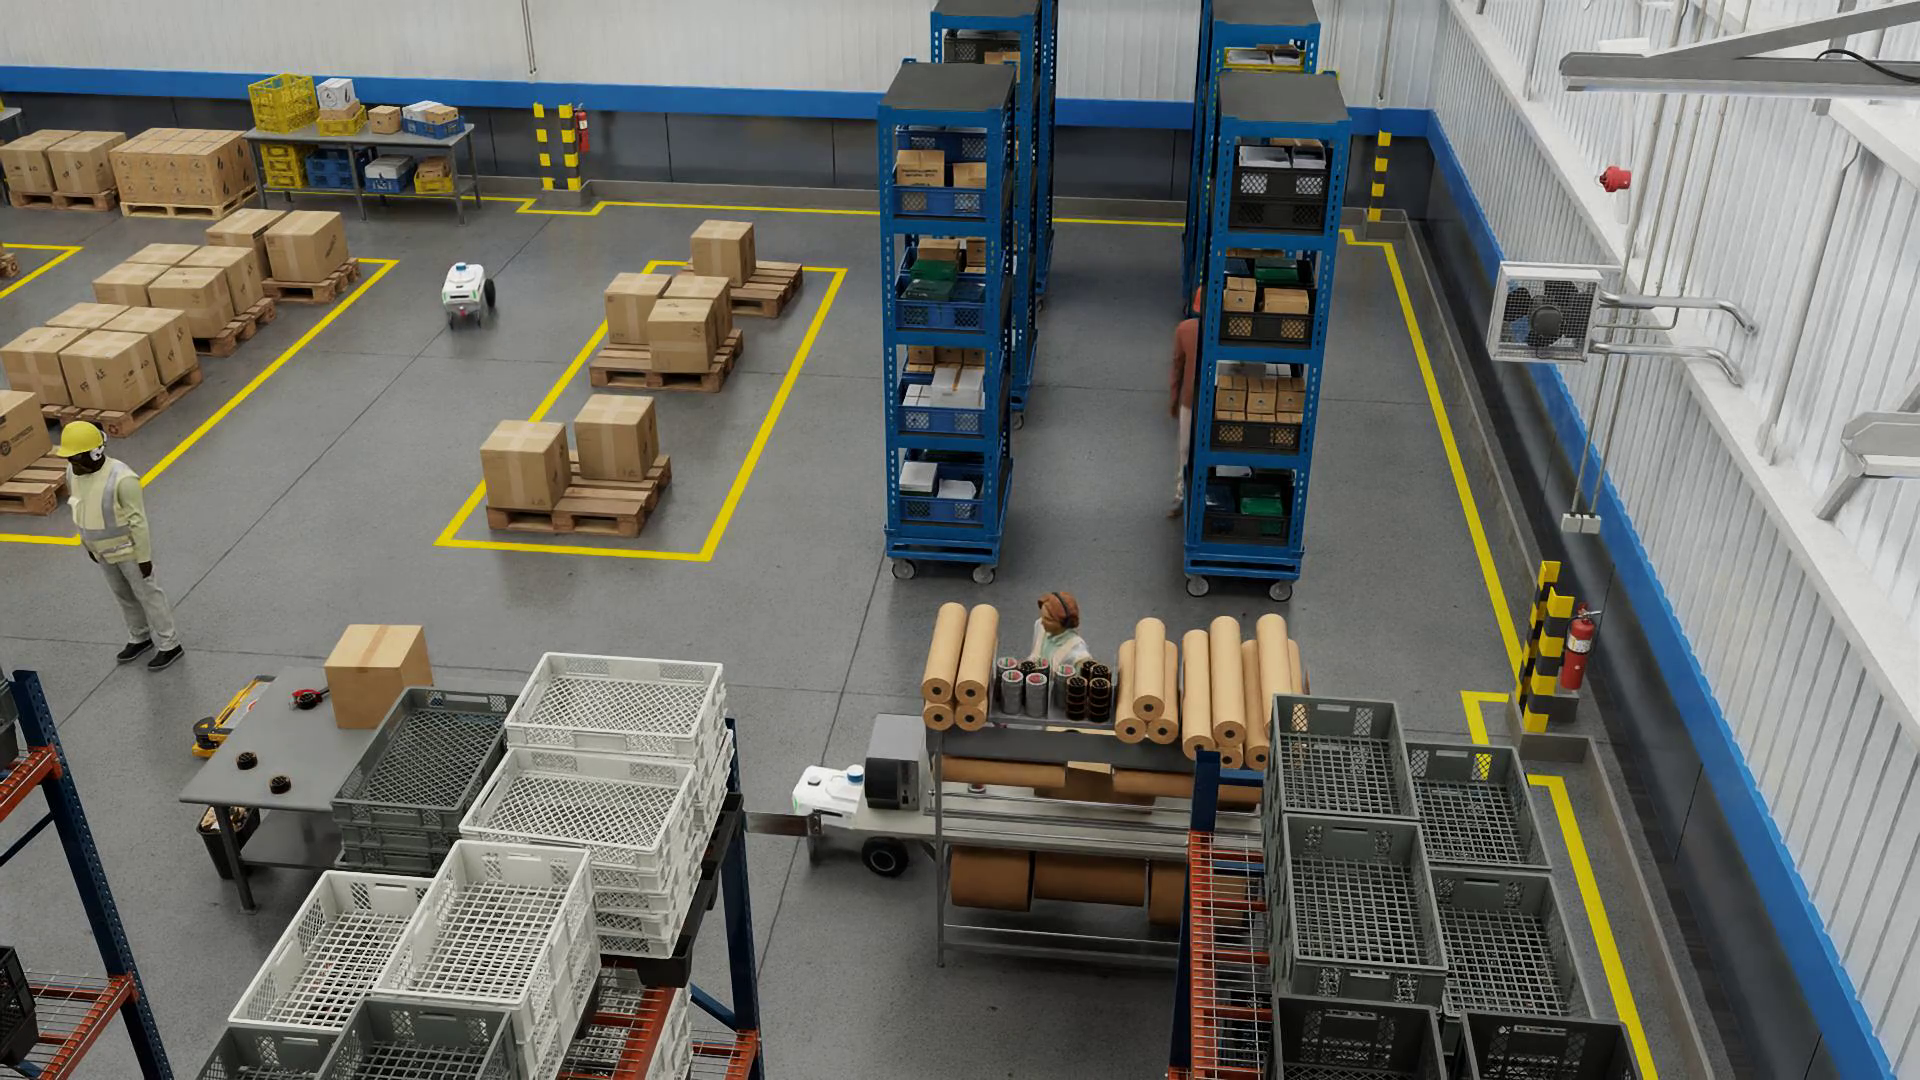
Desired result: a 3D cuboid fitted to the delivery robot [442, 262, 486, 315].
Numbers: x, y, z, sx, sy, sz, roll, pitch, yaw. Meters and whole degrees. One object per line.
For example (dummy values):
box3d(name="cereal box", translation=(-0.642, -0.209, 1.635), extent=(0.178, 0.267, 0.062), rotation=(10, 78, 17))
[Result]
box3d(name="delivery robot", translation=(-4.959, -2.532, 16.625), extent=(0.477, 0.478, 0.707), rotation=(-4, 31, -7))

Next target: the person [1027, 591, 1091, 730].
box3d(name="person", translation=(0.564, 0.992, 9.597), extent=(0.312, 1.632, 0.514), rotation=(-16, 34, -25))

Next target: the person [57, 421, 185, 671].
box3d(name="person", translation=(-5.611, 0.034, 11.060), extent=(0.595, 1.826, 0.403), rotation=(13, 33, 22))

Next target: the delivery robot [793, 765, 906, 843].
box3d(name="delivery robot", translation=(-0.599, 1.526, 9.655), extent=(0.707, 0.478, 0.477), rotation=(8, 31, 13))
